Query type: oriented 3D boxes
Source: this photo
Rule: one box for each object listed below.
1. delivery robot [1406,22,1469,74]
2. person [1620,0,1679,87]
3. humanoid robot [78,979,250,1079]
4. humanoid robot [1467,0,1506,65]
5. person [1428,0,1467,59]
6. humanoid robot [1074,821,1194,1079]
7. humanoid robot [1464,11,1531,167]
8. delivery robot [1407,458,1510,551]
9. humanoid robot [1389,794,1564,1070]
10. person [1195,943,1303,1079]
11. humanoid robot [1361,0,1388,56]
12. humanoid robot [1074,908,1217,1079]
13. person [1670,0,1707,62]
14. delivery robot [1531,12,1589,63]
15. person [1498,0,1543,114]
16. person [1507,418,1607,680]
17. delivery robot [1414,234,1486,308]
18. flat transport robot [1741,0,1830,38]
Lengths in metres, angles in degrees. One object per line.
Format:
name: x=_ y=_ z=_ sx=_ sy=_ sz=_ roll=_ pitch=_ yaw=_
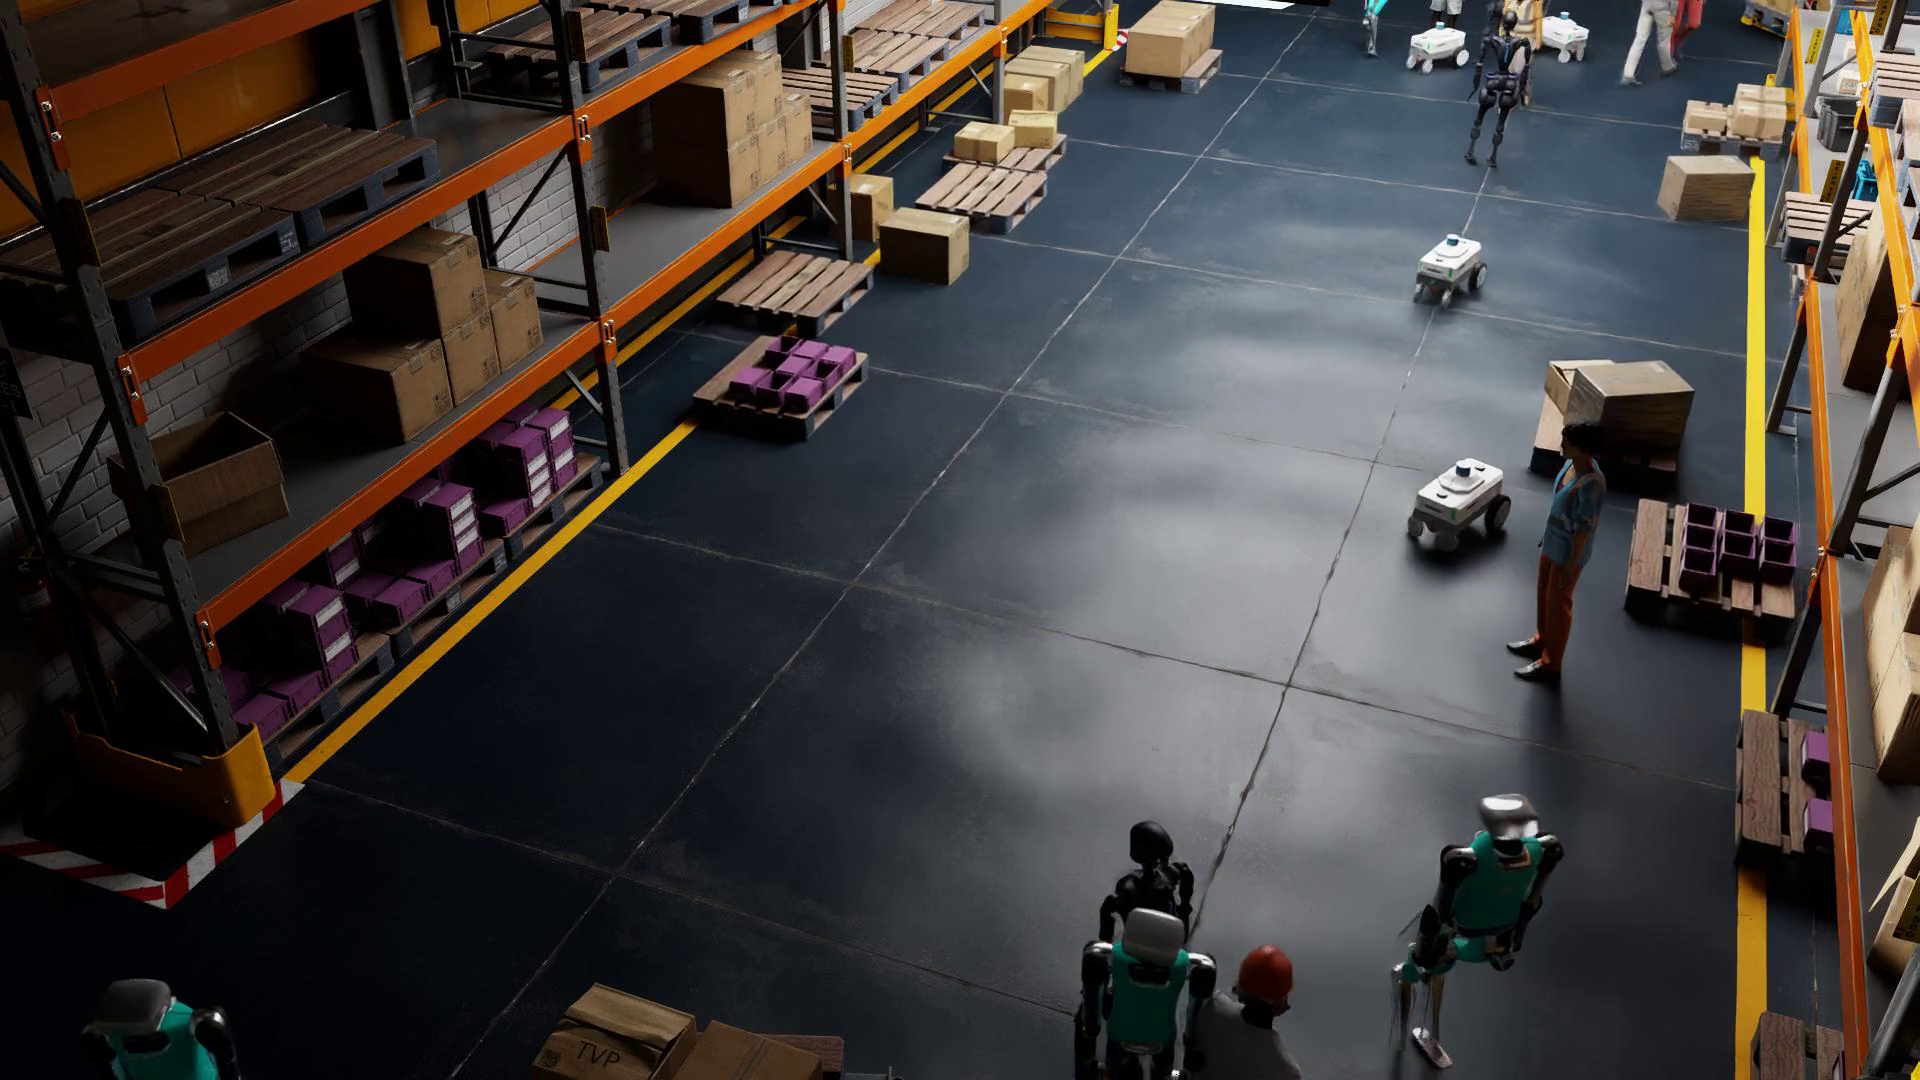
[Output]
delivery robot: x=6.011 y=-6.213 z=20.938 sx=0.790 sy=0.589 sz=0.499 roll=-20 pitch=38 yaw=-28
person: x=8.484 y=-6.444 z=20.115 sx=1.030 sy=1.830 sz=0.597 roll=-21 pitch=38 yaw=-29
humanoid robot: x=-2.967 y=2.567 z=6.308 sx=0.552 sy=1.816 sz=0.890 roll=-3 pitch=33 yaw=-5
humanoid robot: x=6.819 y=-6.800 z=20.849 sx=0.572 sy=1.622 sz=0.589 roll=18 pitch=37 yaw=25
person: x=6.210 y=-6.979 z=21.083 sx=0.320 sy=1.690 sz=0.534 roll=-23 pitch=39 yaw=-31
humanoid robot: x=0.758 y=1.916 z=7.340 sx=0.615 sy=1.648 sz=0.510 roll=-23 pitch=39 yaw=-31
humanoid robot: x=5.747 y=-4.821 z=17.745 sx=0.600 sy=1.650 sz=0.367 roll=5 pitch=33 yaw=8
delivery robot: x=3.540 y=-0.286 z=11.786 sx=0.502 sy=0.611 sz=0.782 roll=28 pitch=42 yaw=36
humanoid robot: x=2.232 y=1.763 z=7.566 sx=0.532 sy=1.845 sz=0.716 roll=-6 pitch=33 yaw=-10
person: x=1.134 y=2.320 z=6.662 sx=0.415 sy=1.718 sz=0.592 roll=-22 pitch=39 yaw=-30
humanoid robot: x=5.299 y=-7.038 z=21.138 sx=0.531 sy=1.767 sz=0.839 roll=24 pitch=40 yaw=32
humanoid robot: x=0.700 y=2.312 z=6.633 sx=0.541 sy=1.754 sz=0.710 roll=4 pitch=33 yaw=6
person: x=9.086 y=-6.785 z=20.734 sx=0.547 sy=1.730 sz=0.408 roll=-4 pitch=33 yaw=-7
delivery robot: x=7.694 y=-6.464 z=21.350 sx=0.523 sy=0.614 sz=0.786 roll=-12 pitch=35 yaw=-18
person: x=6.444 y=-5.787 z=19.185 sx=0.431 sy=1.751 sz=0.484 roll=-24 pitch=40 yaw=-32
person: x=3.664 y=0.053 z=10.138 sx=0.334 sy=1.759 sz=0.501 roll=1 pitch=33 yaw=2
delivery robot: x=4.462 y=-2.499 z=15.188 sx=0.499 sy=0.587 sz=0.789 roll=22 pitch=39 yaw=30
flat transport robot: x=11.151 y=-6.812 z=22.134 sx=0.659 sy=0.231 sz=1.431 roll=-8 pitch=34 yaw=-13
